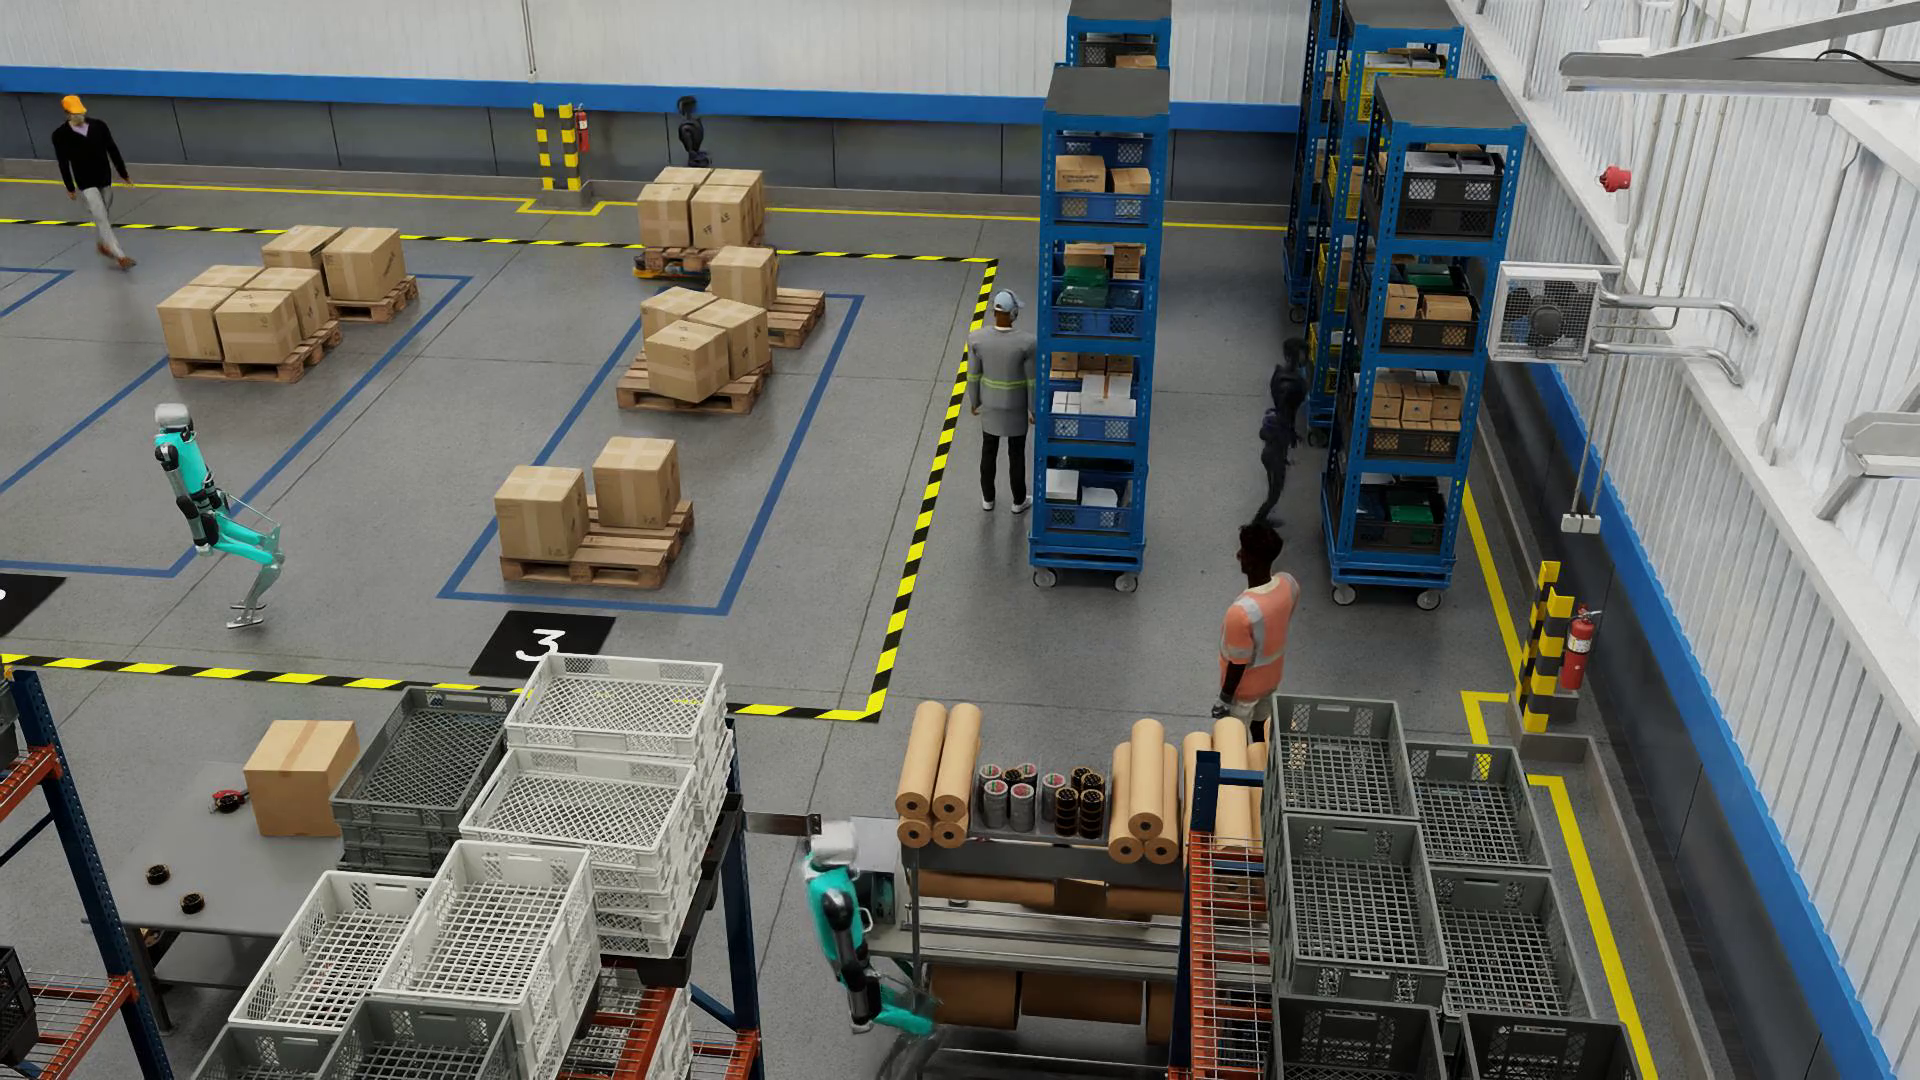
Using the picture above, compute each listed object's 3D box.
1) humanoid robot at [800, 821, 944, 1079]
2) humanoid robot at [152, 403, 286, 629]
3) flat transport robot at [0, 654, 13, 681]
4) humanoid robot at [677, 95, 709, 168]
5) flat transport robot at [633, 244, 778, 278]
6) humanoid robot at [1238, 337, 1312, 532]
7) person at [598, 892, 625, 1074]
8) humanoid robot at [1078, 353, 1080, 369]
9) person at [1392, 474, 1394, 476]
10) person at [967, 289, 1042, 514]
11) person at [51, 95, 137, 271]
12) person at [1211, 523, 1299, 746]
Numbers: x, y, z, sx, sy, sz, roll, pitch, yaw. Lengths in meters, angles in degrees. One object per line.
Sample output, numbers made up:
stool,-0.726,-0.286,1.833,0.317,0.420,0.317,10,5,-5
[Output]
humanoid robot,-0.349,2.005,7.739,0.716,1.763,0.531,-8,31,-14
humanoid robot,-4.974,-0.176,11.385,0.735,1.674,0.533,-5,31,-8
flat transport robot,-7.142,0.969,11.010,1.431,0.231,0.659,3,30,6
humanoid robot,-2.982,-4.058,18.285,0.773,1.624,0.615,-1,30,-2
flat transport robot,-2.720,-2.995,17.790,1.431,0.197,0.652,3,30,6
humanoid robot,2.389,-0.766,12.598,0.405,1.646,0.585,9,31,15
person,-1.552,2.185,7.391,0.762,1.802,0.605,-9,31,-15
humanoid robot,0.950,-1.367,13.624,0.476,1.637,0.614,15,33,24
person,3.431,-1.041,12.802,0.361,1.938,0.634,-14,33,-22
person,0.353,-1.075,12.950,0.587,1.847,0.396,8,31,14
person,-9.160,-3.805,17.652,0.970,1.833,0.602,21,36,31
person,1.671,0.785,9.638,0.361,1.963,0.613,24,38,34
